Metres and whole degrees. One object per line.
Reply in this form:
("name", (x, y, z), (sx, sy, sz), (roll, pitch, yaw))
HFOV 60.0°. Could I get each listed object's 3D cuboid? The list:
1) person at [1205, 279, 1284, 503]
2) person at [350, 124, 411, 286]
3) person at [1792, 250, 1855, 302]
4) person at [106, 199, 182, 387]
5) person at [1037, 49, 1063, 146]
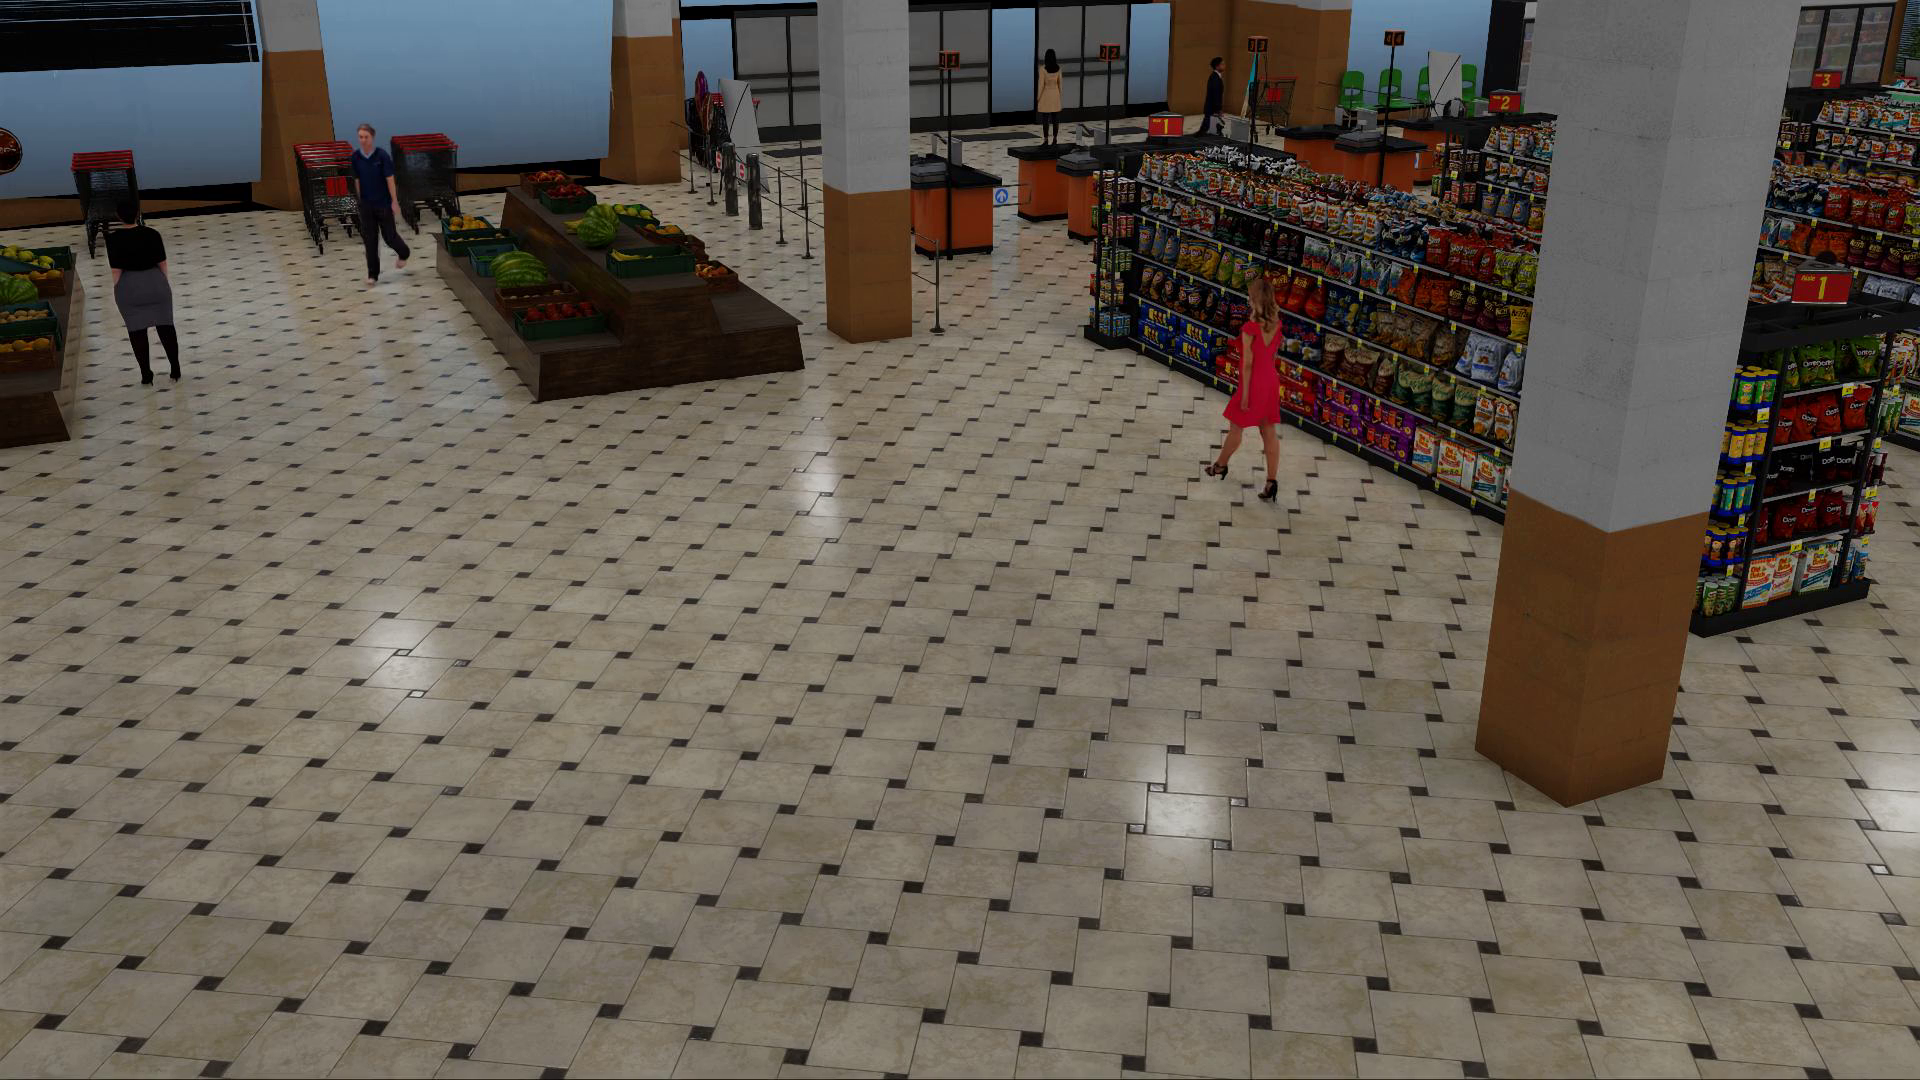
("person", (2.343, -1.115, 12.736), (0.688, 1.697, 1.007), (-14, 26, -32))
("person", (-6.870, -3.979, 19.687), (0.991, 1.828, 1.226), (1, 22, 2))
("person", (6.791, -1.422, 13.335), (0.749, 1.820, 0.777), (5, 22, 12))
("person", (-7.707, -2.342, 15.706), (0.710, 1.760, 0.677), (-15, 26, -33))
("person", (1.595, -7.843, 29.500), (0.624, 1.682, 0.502), (-10, 24, -23))
